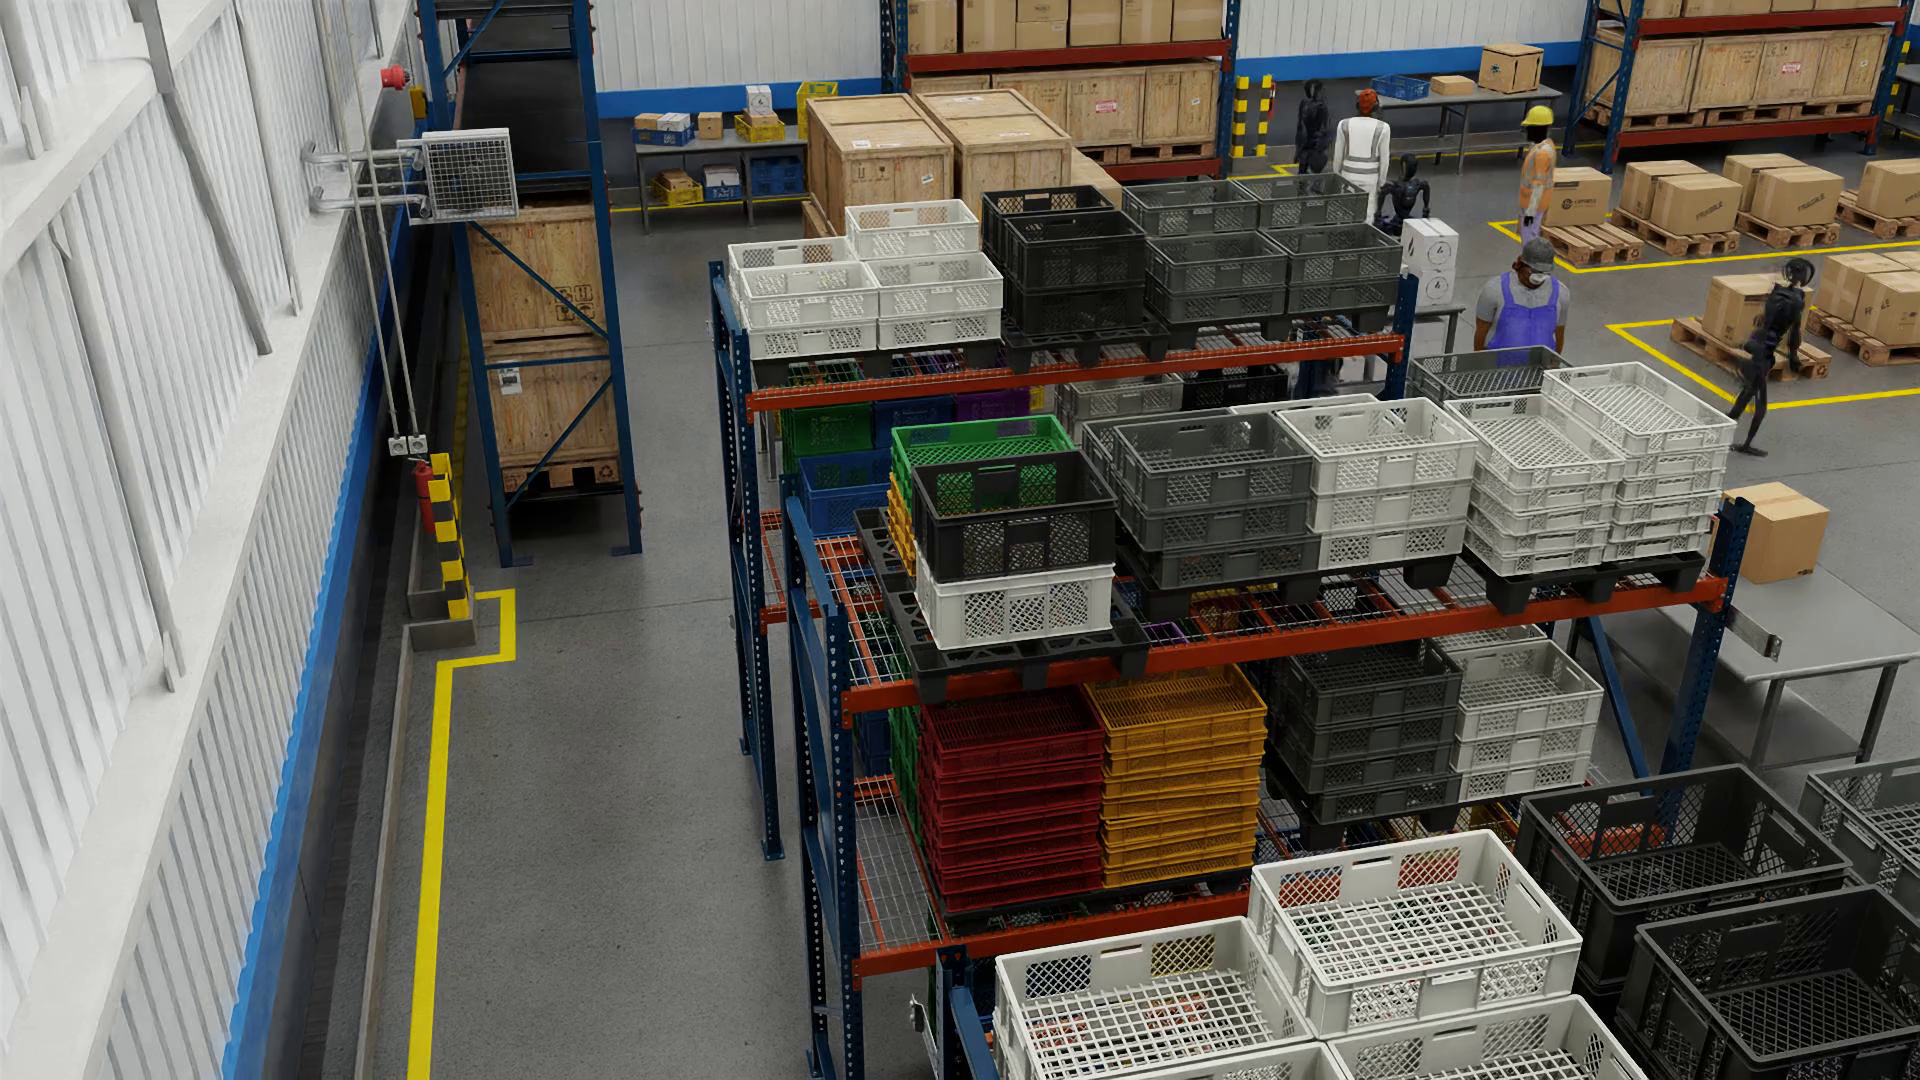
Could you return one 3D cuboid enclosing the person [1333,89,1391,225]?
[{"bbox_3d":[4.209,-3.797,17.520,0.573,1.882,0.355,12,30,21],"label":"person"}]

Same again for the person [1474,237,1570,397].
[{"bbox_3d":[4.253,-1.342,12.694,0.678,2.000,0.535,3,28,5],"label":"person"}]

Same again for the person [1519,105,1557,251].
[{"bbox_3d":[5.748,-3.409,16.742,0.382,1.924,0.589,6,28,12],"label":"person"}]

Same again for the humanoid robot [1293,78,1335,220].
[{"bbox_3d":[4.112,-4.485,19.059,0.518,1.631,0.557,-15,31,-26],"label":"humanoid robot"}]

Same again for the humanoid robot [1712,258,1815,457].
[{"bbox_3d":[6.462,-1.469,13.345,0.581,1.628,0.594,21,34,34],"label":"humanoid robot"}]

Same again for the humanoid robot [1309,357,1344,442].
[{"bbox_3d":[2.510,-0.570,11.635,0.695,1.631,0.608,5,28,10],"label":"humanoid robot"}]

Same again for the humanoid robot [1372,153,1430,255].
[{"bbox_3d":[4.256,-2.925,16.081,0.593,1.651,0.348,-7,29,-13],"label":"humanoid robot"}]
